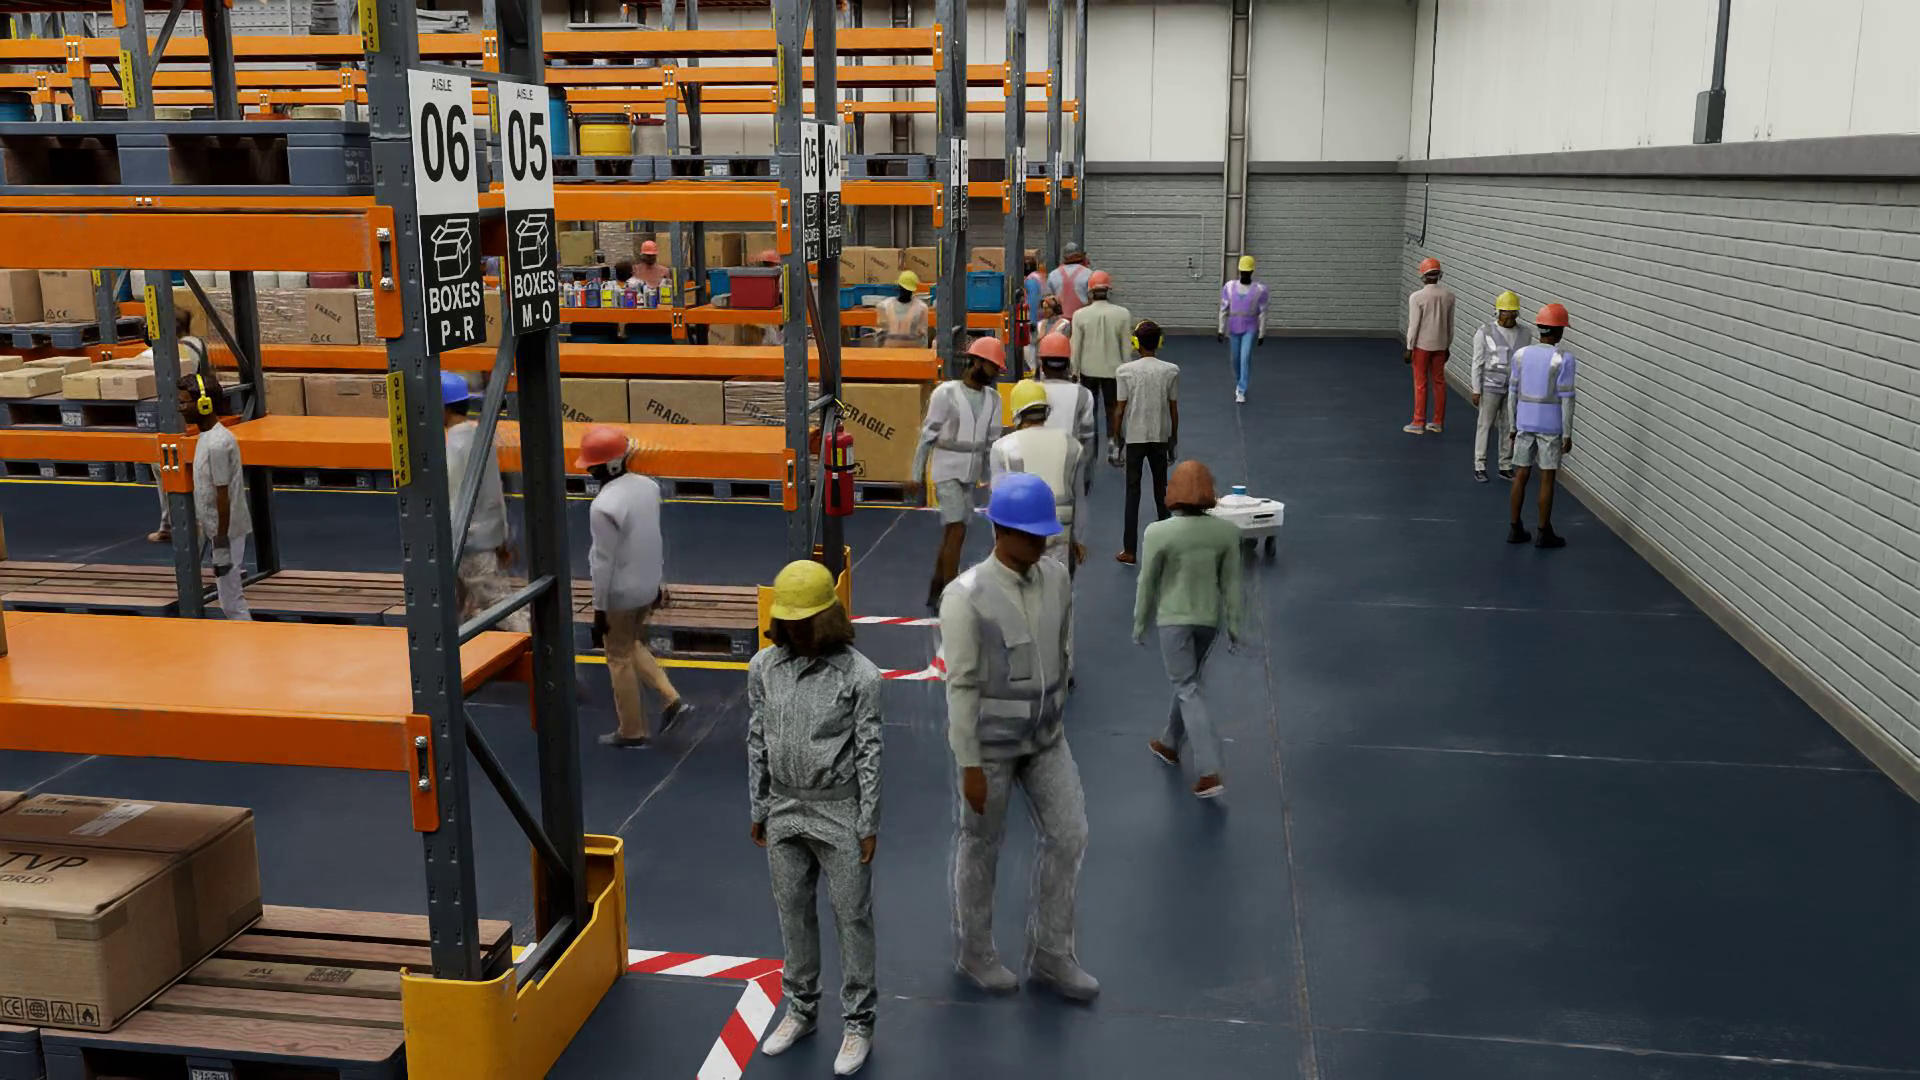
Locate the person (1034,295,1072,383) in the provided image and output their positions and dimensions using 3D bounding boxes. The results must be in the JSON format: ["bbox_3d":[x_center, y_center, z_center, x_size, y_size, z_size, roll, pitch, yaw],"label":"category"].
[{"bbox_3d":[1.020,-1.857,18.193,0.320,1.631,0.525,-12,17,-43],"label":"person"}]

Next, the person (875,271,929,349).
[{"bbox_3d":[-0.649,-2.057,18.517,0.638,1.881,0.488,2,13,10],"label":"person"}]

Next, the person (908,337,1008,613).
[{"bbox_3d":[0.030,-0.405,11.073,0.630,1.873,0.738,-10,16,-38],"label":"person"}]

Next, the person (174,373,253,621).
[{"bbox_3d":[-4.156,-0.011,9.347,0.327,1.861,0.499,-7,14,-29],"label":"person"}]

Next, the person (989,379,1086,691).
[{"bbox_3d":[0.449,-0.030,9.650,0.615,1.775,0.786,-4,13,-17],"label":"person"}]

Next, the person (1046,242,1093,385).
[{"bbox_3d":[1.525,-3.030,22.552,0.715,2.000,0.577,4,13,19],"label":"person"}]

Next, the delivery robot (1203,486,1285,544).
[{"bbox_3d":[2.147,-0.175,12.831,0.707,0.478,0.477,-6,14,-24],"label":"delivery robot"}]

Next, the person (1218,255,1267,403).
[{"bbox_3d":[3.707,-2.768,21.705,0.596,1.898,0.842,6,14,24],"label":"person"}]

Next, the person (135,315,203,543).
[{"bbox_3d":[-6.382,-0.898,13.380,0.429,1.845,0.621,4,13,19],"label":"person"}]

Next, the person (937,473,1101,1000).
[{"bbox_3d":[0.239,0.723,5.858,0.634,1.927,0.680,-10,16,-38],"label":"person"}]

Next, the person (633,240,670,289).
[{"bbox_3d":[-4.432,-3.287,23.822,0.616,1.991,0.392,-5,13,-20],"label":"person"}]

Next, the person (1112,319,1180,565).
[{"bbox_3d":[1.407,-0.734,12.610,0.507,1.861,0.329,-2,13,-7],"label":"person"}]

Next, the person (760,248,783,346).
[{"bbox_3d":[-2.668,-3.150,23.423,0.399,1.899,0.647,-11,17,-40],"label":"person"}]

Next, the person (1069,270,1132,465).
[{"bbox_3d":[1.410,-1.712,16.725,0.634,1.983,0.537,-1,13,-5],"label":"person"}]

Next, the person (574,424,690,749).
[{"bbox_3d":[-1.696,0.249,8.476,0.420,1.715,0.582,5,13,21],"label":"person"}]

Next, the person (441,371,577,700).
[{"bbox_3d":[-2.657,-0.001,9.226,1.027,1.891,0.613,0,12,2],"label":"person"}]

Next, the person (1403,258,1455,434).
[{"bbox_3d":[5.327,-2.205,18.935,0.614,1.990,0.392,-5,13,-21],"label":"person"}]

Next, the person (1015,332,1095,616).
[{"bbox_3d":[0.639,-0.469,11.343,0.557,1.890,0.897,-2,13,-7],"label":"person"}]

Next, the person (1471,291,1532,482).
[{"bbox_3d":[5.204,-1.467,15.968,0.600,1.831,0.404,-2,13,-9],"label":"person"}]

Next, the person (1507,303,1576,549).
[{"bbox_3d":[4.625,-0.907,13.203,0.375,1.935,0.550,-10,16,-38],"label":"person"}]

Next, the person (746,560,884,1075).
[{"bbox_3d":[-0.484,0.906,5.487,0.486,1.734,0.328,5,13,21],"label":"person"}]

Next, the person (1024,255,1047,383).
[{"bbox_3d":[1.015,-3.044,23.164,0.441,1.815,0.658,3,13,13],"label":"person"}]

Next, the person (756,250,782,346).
[{"bbox_3d":[-2.565,-2.927,22.372,0.429,1.915,0.587,0,12,1],"label":"person"}]

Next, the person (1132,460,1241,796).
[{"bbox_3d":[1.121,0.408,8.050,0.498,1.592,0.849,-5,13,-20],"label":"person"}]
